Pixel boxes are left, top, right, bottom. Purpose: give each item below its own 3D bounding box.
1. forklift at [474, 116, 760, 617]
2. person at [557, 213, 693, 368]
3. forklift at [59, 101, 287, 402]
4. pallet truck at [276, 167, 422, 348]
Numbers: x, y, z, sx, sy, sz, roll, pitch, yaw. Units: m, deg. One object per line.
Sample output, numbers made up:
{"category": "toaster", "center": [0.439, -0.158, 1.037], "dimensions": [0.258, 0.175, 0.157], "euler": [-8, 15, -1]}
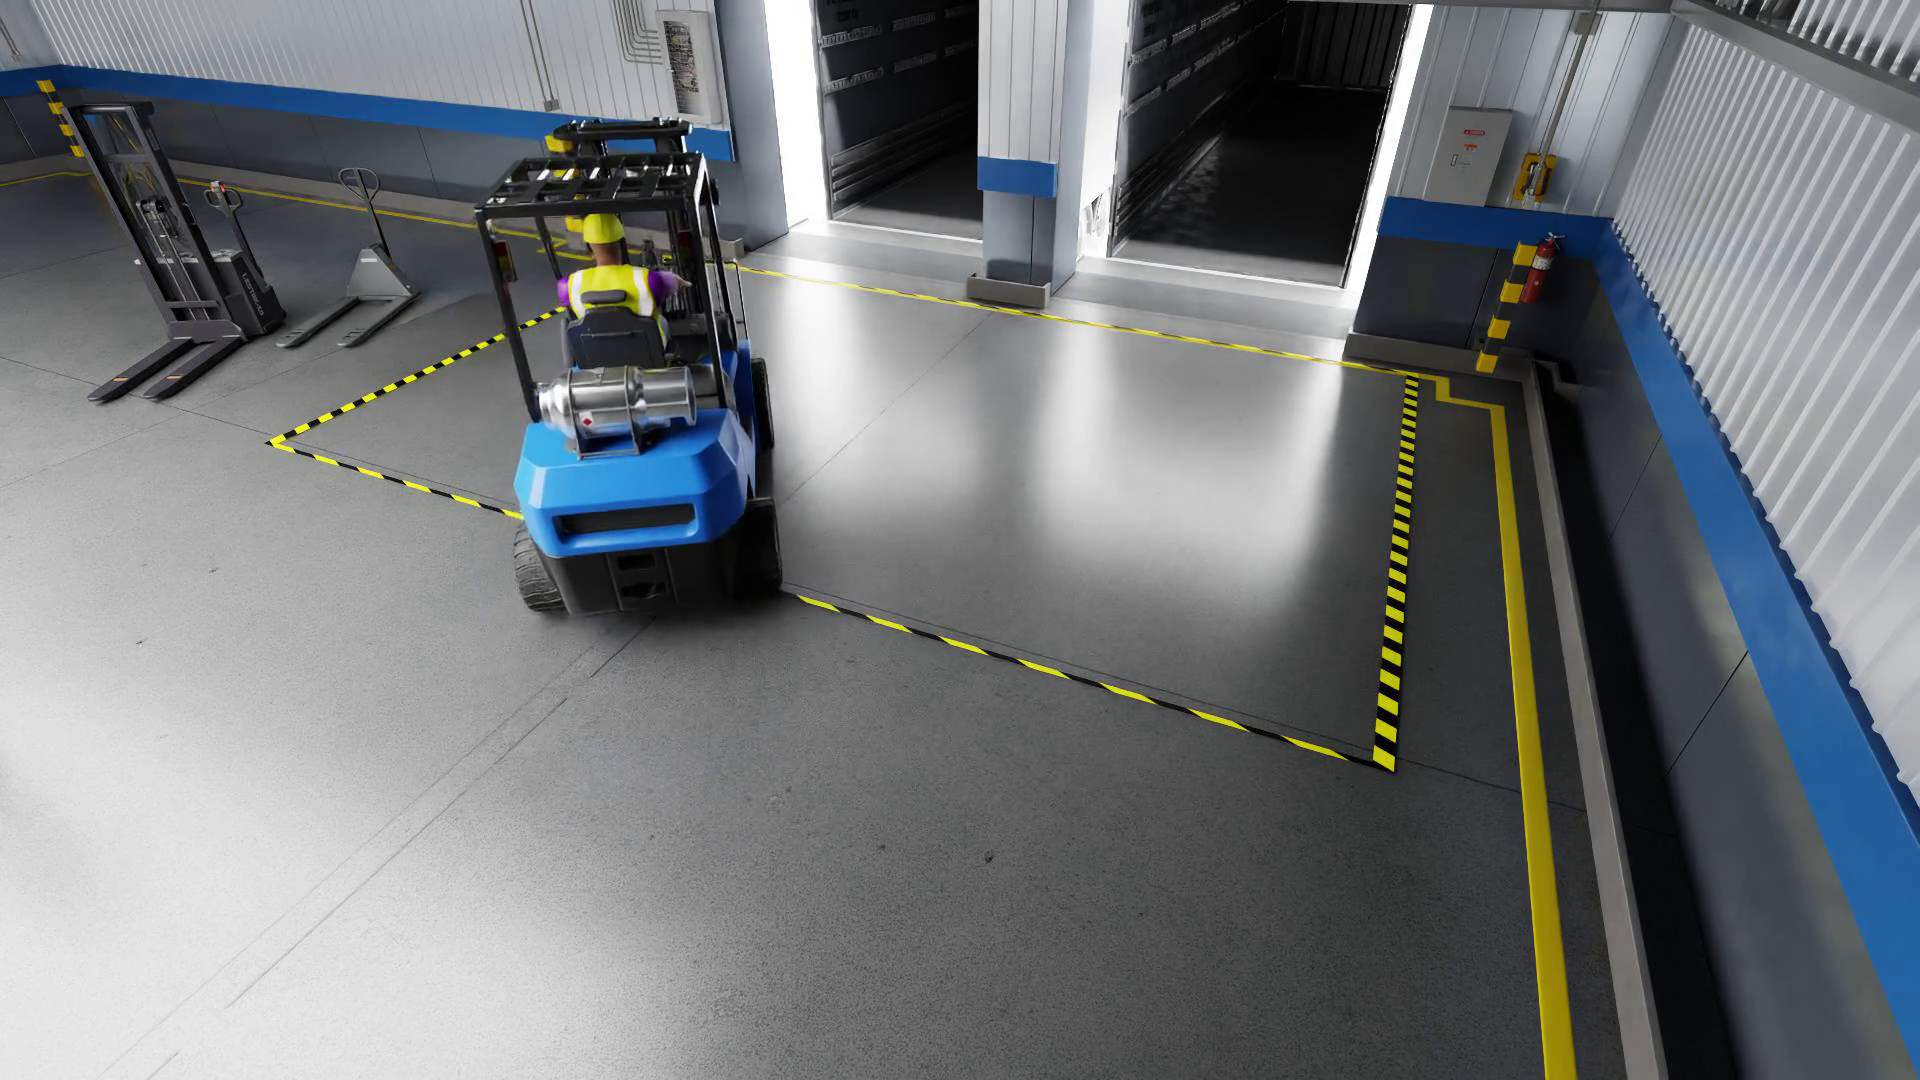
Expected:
{"category": "forklift", "center": [-1.871, -1.146, 5.349], "dimensions": [1.157, 2.036, 2.680], "euler": [-6, 35, -8]}
{"category": "person", "center": [-1.875, -1.334, 5.291], "dimensions": [0.635, 1.294, 1.004], "euler": [-6, 35, -8]}
{"category": "forklift", "center": [-6.686, -2.387, 7.434], "dimensions": [0.823, 1.965, 1.885], "euler": [-3, 35, -5]}
{"category": "pallet truck", "center": [-5.732, -2.611, 8.414], "dimensions": [0.680, 1.201, 1.601], "euler": [-1, 35, -1]}
